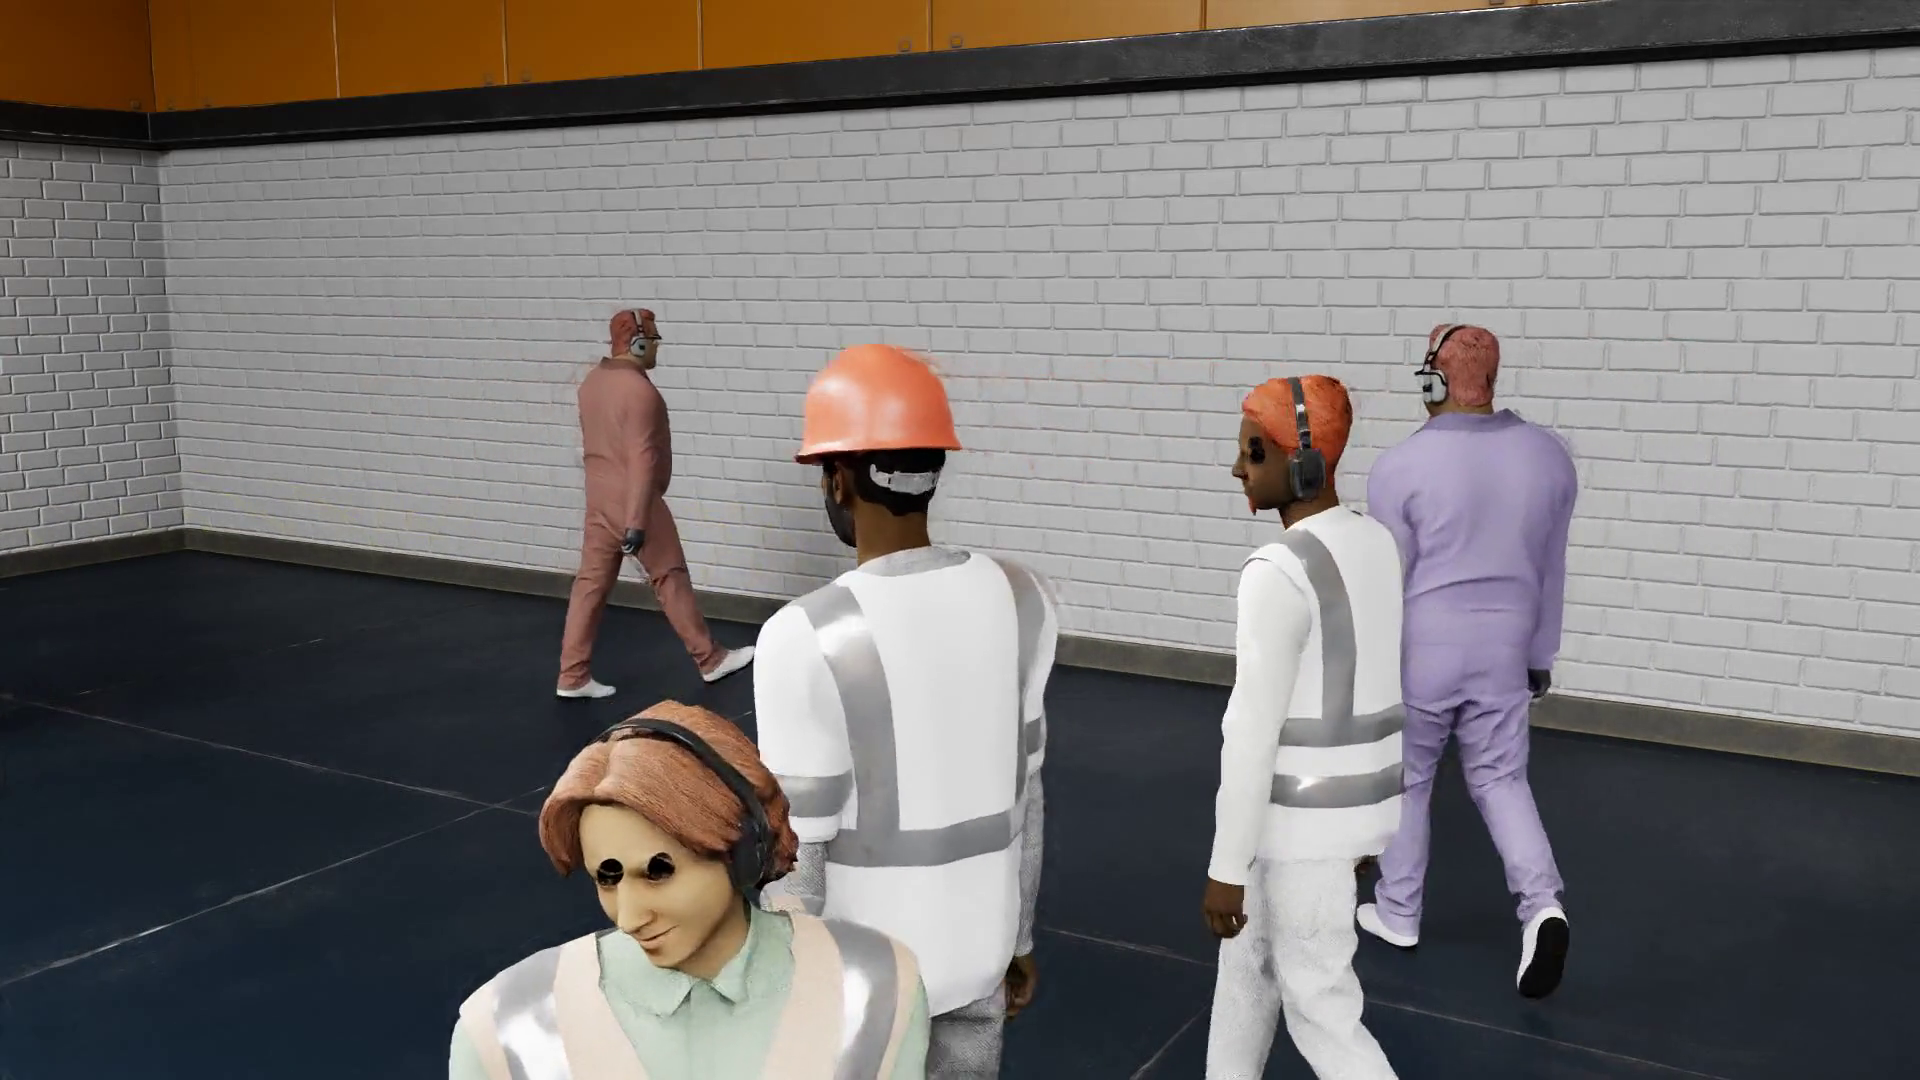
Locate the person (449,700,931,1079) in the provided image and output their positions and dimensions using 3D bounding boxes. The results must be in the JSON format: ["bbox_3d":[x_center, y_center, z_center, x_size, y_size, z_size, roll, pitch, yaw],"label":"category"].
[{"bbox_3d":[-0.239,0.961,1.691,0.507,1.590,0.842,-2,9,-12],"label":"person"}]

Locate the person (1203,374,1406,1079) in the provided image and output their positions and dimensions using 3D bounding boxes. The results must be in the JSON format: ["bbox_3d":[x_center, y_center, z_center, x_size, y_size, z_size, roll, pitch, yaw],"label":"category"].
[{"bbox_3d":[0.733,0.576,3.402,0.925,1.836,0.595,7,11,36],"label":"person"}]

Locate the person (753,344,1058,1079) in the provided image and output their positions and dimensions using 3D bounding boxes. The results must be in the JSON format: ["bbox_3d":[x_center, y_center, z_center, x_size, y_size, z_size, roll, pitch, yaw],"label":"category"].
[{"bbox_3d":[-0.058,0.658,2.608,0.554,1.914,0.578,-7,11,-37],"label":"person"}]

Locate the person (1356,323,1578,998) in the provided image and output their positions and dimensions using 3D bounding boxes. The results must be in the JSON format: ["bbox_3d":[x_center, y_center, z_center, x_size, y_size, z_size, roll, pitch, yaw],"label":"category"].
[{"bbox_3d":[1.432,0.332,4.719,0.650,1.883,0.793,-2,9,-11],"label":"person"}]

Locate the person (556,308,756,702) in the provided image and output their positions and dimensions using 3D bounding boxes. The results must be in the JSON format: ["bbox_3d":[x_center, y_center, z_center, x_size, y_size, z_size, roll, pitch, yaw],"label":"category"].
[{"bbox_3d":[-1.514,-0.169,7.960,0.999,1.855,0.648,-8,12,-41],"label":"person"}]
